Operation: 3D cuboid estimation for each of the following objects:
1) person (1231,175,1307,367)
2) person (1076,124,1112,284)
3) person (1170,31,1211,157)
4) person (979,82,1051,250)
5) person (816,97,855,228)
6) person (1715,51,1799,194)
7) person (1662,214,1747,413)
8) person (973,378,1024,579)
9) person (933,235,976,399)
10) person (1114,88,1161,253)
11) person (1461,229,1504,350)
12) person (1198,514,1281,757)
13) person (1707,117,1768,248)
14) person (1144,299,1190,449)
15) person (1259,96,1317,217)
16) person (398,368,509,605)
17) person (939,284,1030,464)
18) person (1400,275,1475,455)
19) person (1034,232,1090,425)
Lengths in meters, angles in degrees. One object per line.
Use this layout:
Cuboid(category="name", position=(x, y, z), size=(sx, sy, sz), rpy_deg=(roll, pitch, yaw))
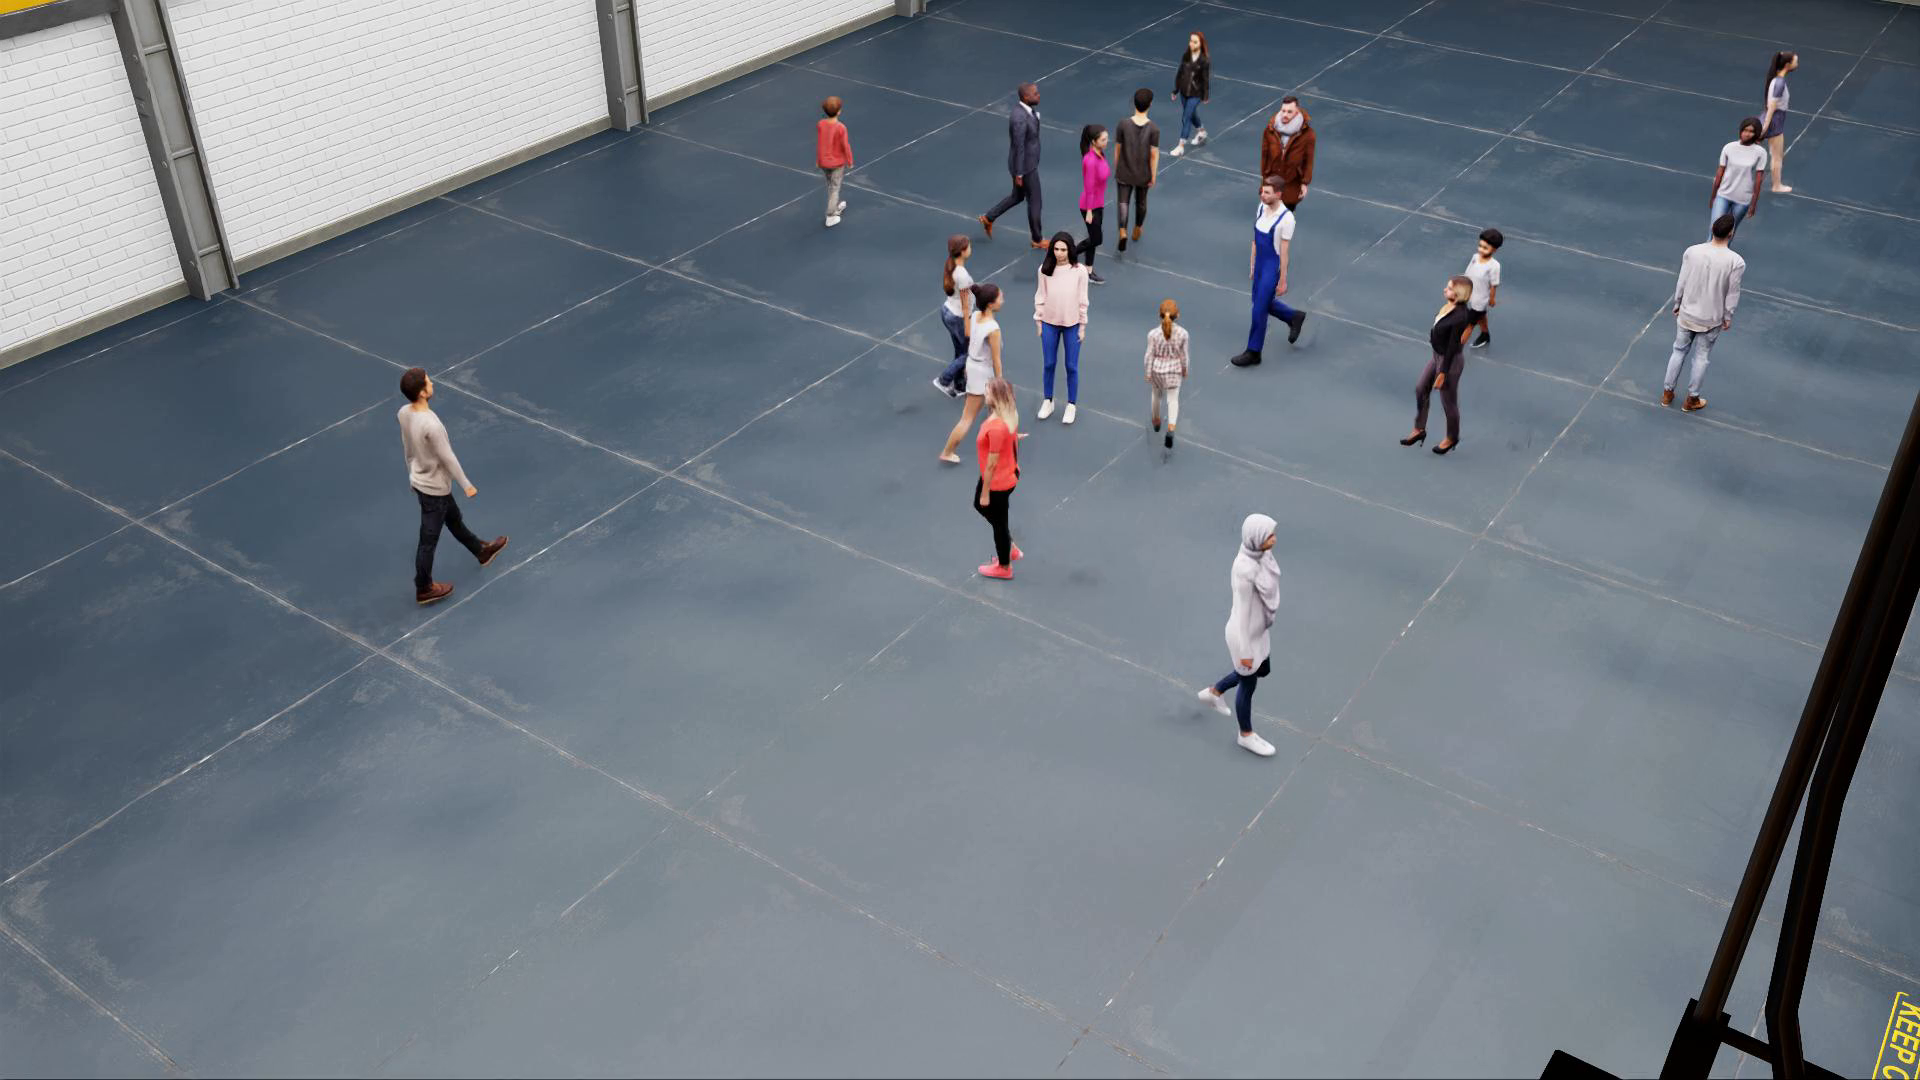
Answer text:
Cuboid(category="person", position=(2.921, -2.484, 15.263), size=(1.186, 1.827, 0.975), rpy_deg=(-17, 37, -23))
Cuboid(category="person", position=(1.235, -3.368, 16.718), size=(0.765, 1.687, 0.752), rpy_deg=(10, 35, 15))
Cuboid(category="person", position=(2.821, -5.381, 19.961), size=(1.032, 1.451, 0.704), rpy_deg=(-27, 42, -34))
Cuboid(category="person", position=(0.598, -3.918, 17.448), size=(1.095, 1.797, 1.160), rpy_deg=(4, 34, 5))
Cuboid(category="person", position=(-1.422, -4.090, 18.065), size=(0.582, 1.399, 0.788), rpy_deg=(17, 37, 24))
Cuboid(category="person", position=(9.045, -4.703, 18.802), size=(0.963, 1.605, 1.084), rpy_deg=(6, 34, 8))
Cuboid(category="person", position=(6.478, -1.990, 14.506), size=(0.699, 1.841, 0.589), rpy_deg=(25, 41, 33))
Cuboid(category="person", position=(0.373, -0.431, 12.301), size=(0.781, 1.687, 0.694), rpy_deg=(6, 34, 8))
Cuboid(category="person", position=(-0.058, -1.954, 14.709), size=(0.824, 1.557, 0.739), rpy_deg=(-12, 35, -18))
Cuboid(category="person", position=(1.818, -3.863, 17.456), size=(0.897, 1.694, 1.086), rpy_deg=(5, 34, 8))
Cuboid(category="person", position=(4.908, -2.328, 15.571), size=(0.930, 1.226, 0.743), rpy_deg=(-16, 37, -22))
Cuboid(category="person", position=(1.805, 0.584, 10.701), size=(0.715, 1.767, 0.782), rpy_deg=(18, 38, 26))
Cuboid(category="person", position=(7.842, -3.447, 16.847), size=(0.687, 1.677, 1.145), rpy_deg=(16, 37, 23))
Cuboid(category="person", position=(1.755, -1.405, 14.119), size=(0.827, 1.296, 0.969), rpy_deg=(1, 34, 1))
Cuboid(category="person", position=(3.340, -3.666, 17.071), size=(0.929, 1.793, 1.186), rpy_deg=(9, 35, 14))
Cuboid(category="person", position=(-3.895, -0.342, 12.038), size=(1.151, 1.830, 0.812), rpy_deg=(-27, 42, -34))
Cuboid(category="person", position=(0.103, -1.347, 13.770), size=(1.176, 1.586, 0.991), rpy_deg=(-16, 37, -22))
Cuboid(category="person", position=(4.141, -1.430, 13.834), size=(0.846, 1.653, 0.788), rpy_deg=(2, 34, 3))
Cuboid(category="person", position=(0.884, -1.845, 14.357), size=(0.699, 1.766, 0.667), rpy_deg=(8, 34, 12))
